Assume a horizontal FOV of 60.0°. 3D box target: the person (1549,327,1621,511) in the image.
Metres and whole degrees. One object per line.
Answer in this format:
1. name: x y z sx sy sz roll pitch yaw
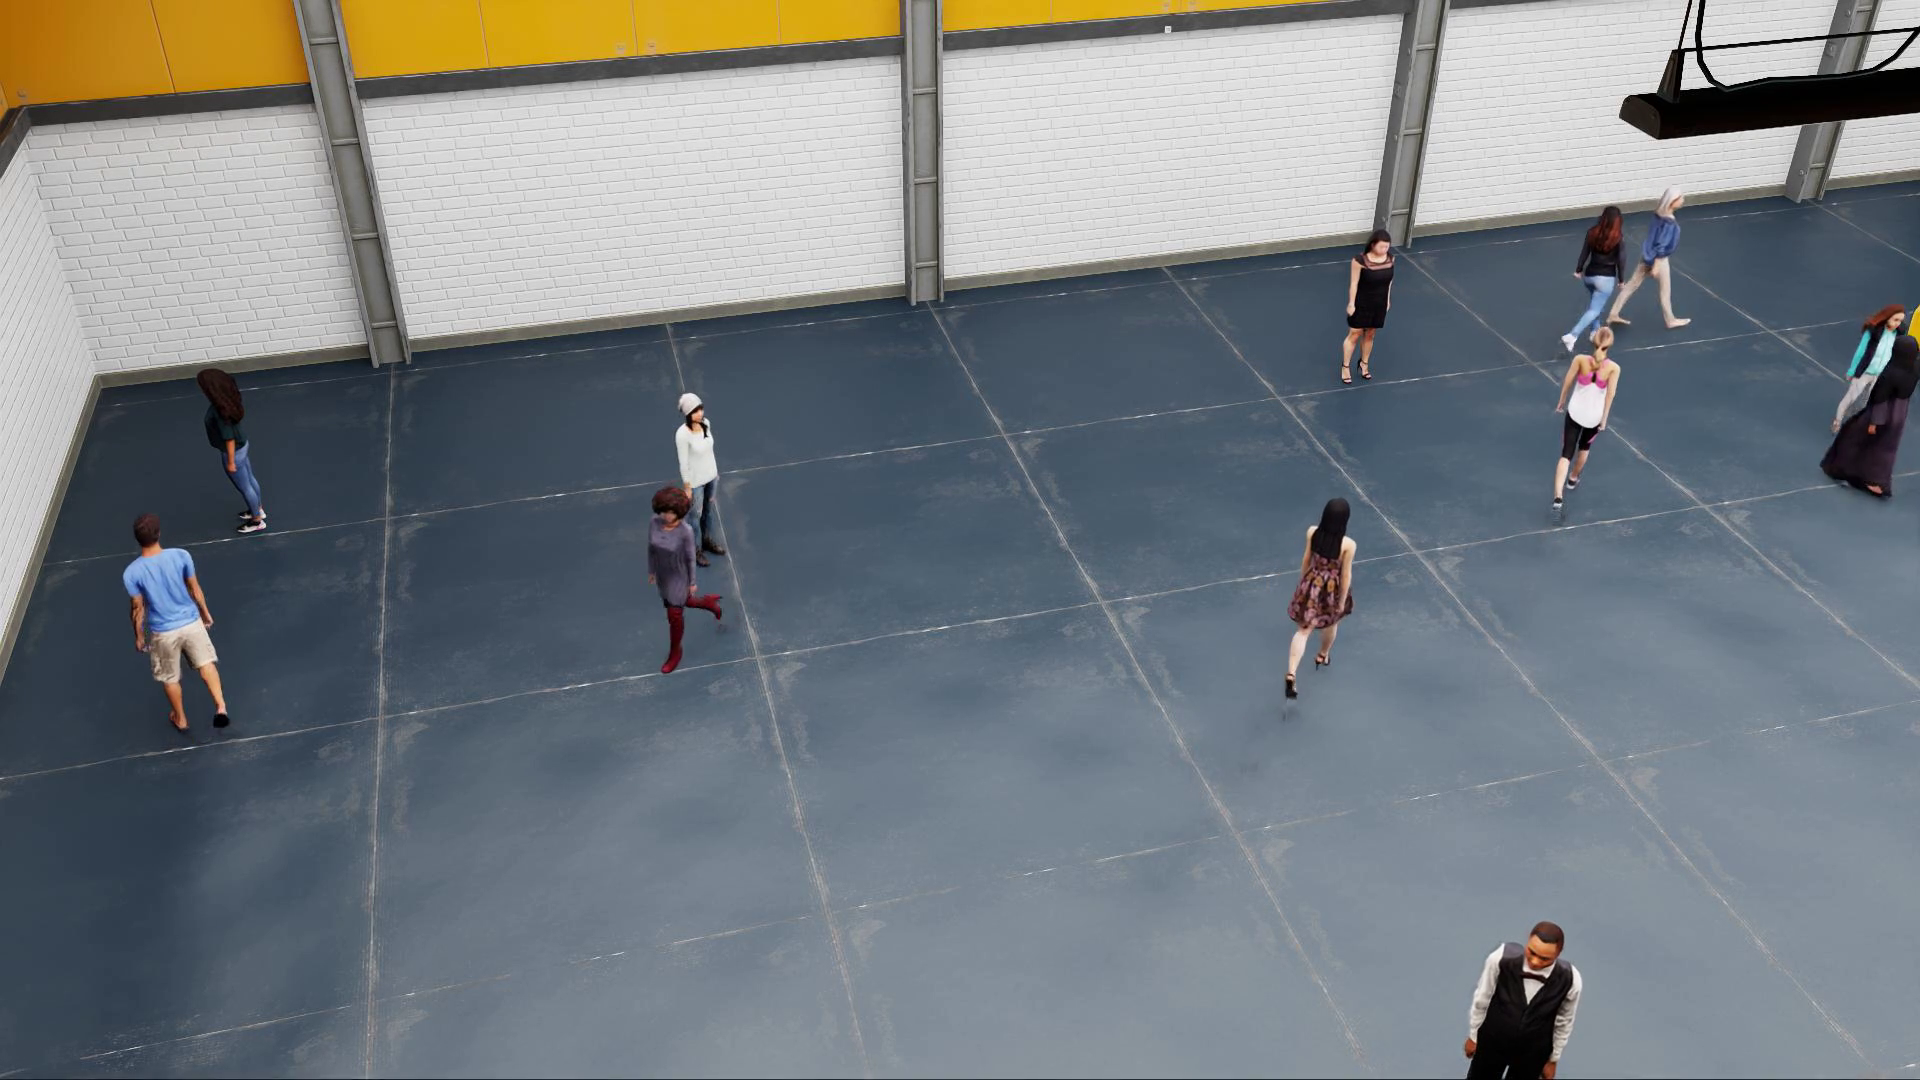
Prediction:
1. person: 5.694 -1.074 15.247 1.145 1.750 1.165 14 36 20

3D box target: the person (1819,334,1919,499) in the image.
1. person: 8.664 -1.130 15.455 0.907 1.613 0.778 -13 36 -19

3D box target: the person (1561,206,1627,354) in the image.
1. person: 6.851 -2.785 17.960 1.204 1.597 0.970 -22 40 -30

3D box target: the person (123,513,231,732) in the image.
1. person: -5.867 0.681 12.523 0.977 1.843 0.983 -27 42 -35

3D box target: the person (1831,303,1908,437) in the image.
1. person: 8.985 -1.694 16.422 0.637 1.482 0.732 5 34 7

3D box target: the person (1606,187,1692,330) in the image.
1. person: 7.572 -3.074 18.351 1.190 1.645 0.875 2 34 3

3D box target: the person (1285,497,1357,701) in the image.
1. person: 2.776 0.479 12.917 1.089 1.743 1.176 19 38 26

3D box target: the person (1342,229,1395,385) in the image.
1. person: 4.245 -2.449 17.350 0.554 1.712 0.720 -12 35 -17

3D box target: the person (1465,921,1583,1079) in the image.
1. person: 3.100 2.787 9.288 0.745 1.917 0.837 13 36 19

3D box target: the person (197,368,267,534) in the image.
1. person: -6.543 -0.821 14.991 0.590 1.612 0.600 -6 34 -9

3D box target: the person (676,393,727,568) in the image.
1. person: -2.278 -0.552 14.557 0.698 1.644 0.632 19 38 26

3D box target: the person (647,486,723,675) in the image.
1. person: -2.235 0.257 13.299 0.985 1.690 1.048 19 38 26
